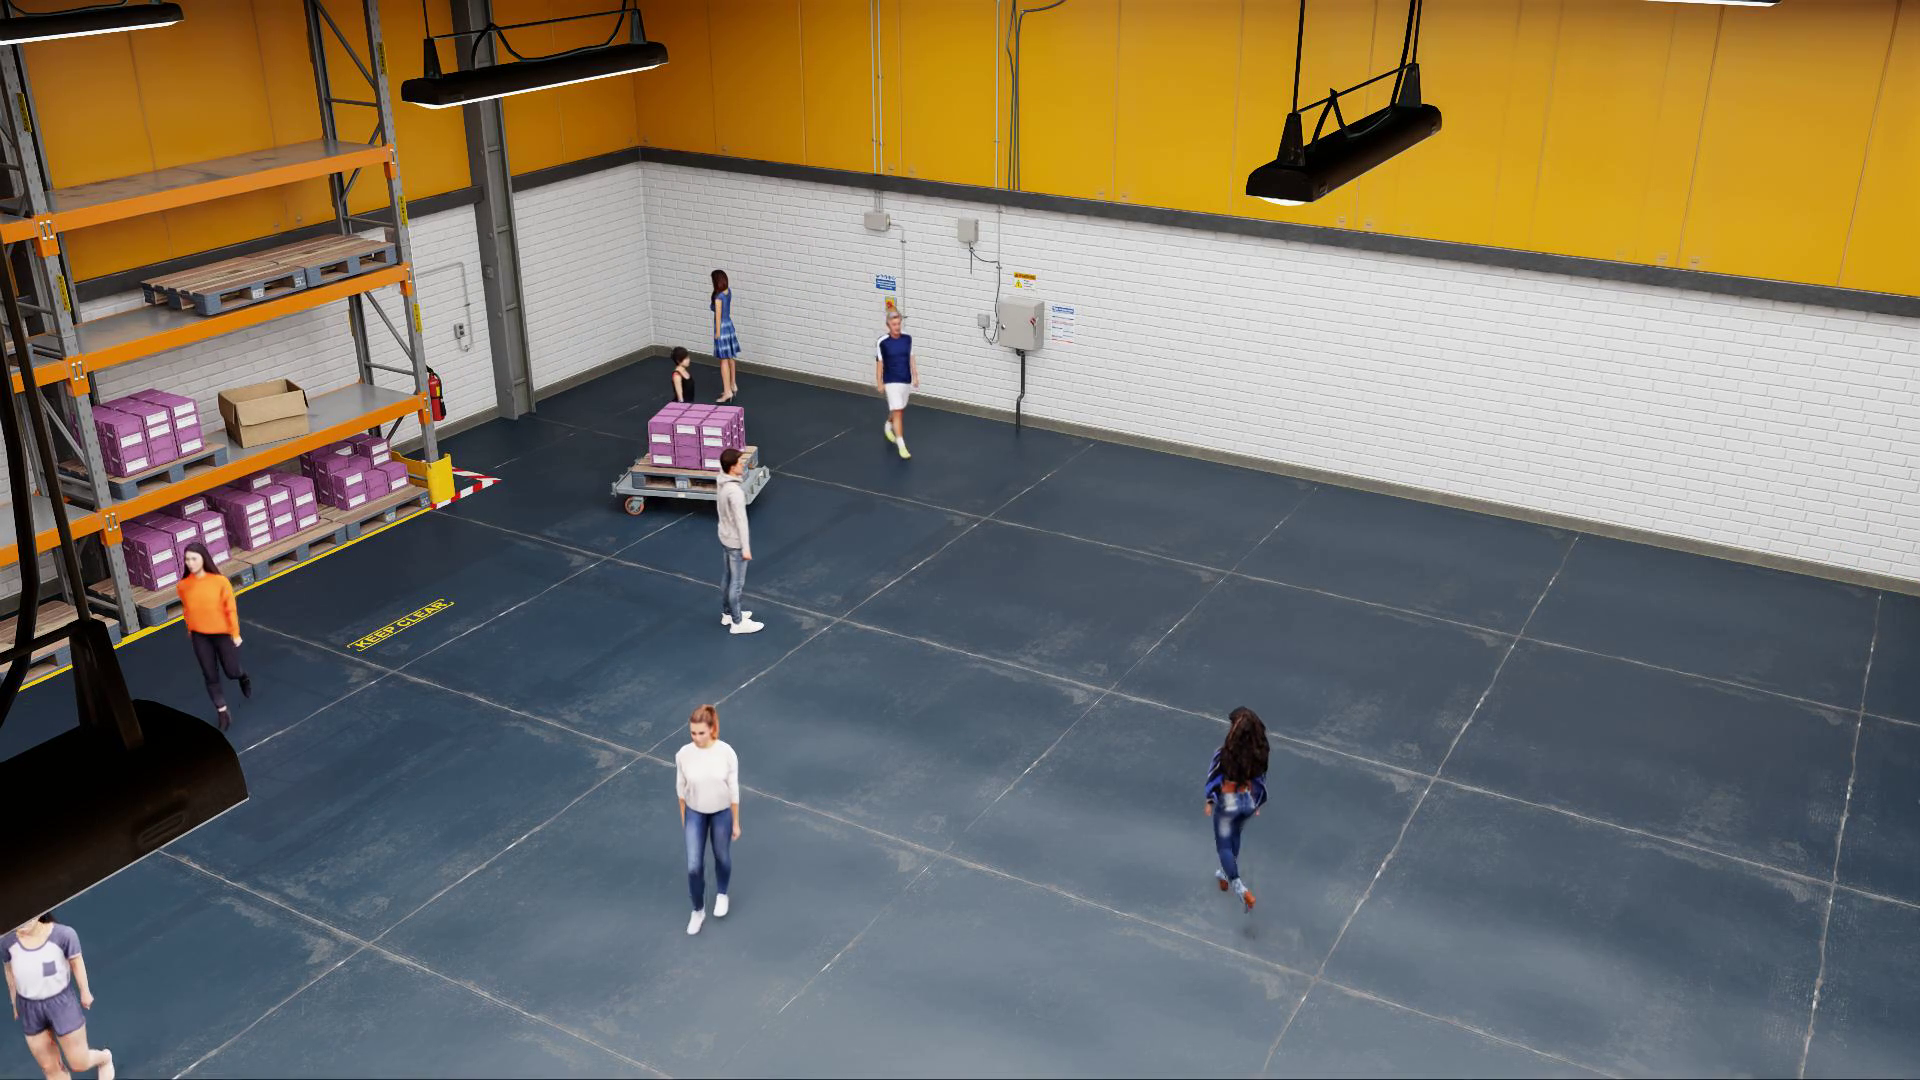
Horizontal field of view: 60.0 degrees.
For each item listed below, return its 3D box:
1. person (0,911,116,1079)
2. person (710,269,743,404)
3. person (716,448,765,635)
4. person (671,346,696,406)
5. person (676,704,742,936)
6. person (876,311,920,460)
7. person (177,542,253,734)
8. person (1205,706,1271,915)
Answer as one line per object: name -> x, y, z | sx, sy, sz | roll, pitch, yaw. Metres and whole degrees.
person -> -5.432, 2.768, 9.989 | 0.793, 1.638, 0.869 | -2, 24, -4
person -> -3.193, -2.760, 22.428 | 0.807, 1.805, 0.657 | 3, 24, 7
person -> -2.201, -0.011, 16.079 | 0.783, 1.852, 0.759 | -10, 26, -22
person -> -3.410, -1.591, 20.086 | 0.792, 1.539, 0.800 | 0, 24, 0
person -> -1.761, 1.917, 11.851 | 0.795, 1.706, 0.875 | -1, 24, -2
person -> -0.816, -1.975, 20.643 | 1.187, 1.796, 1.050 | -14, 27, -30
person -> -6.412, 0.802, 14.365 | 0.863, 1.737, 0.960 | -1, 24, -3
person -> 1.994, 1.947, 11.914 | 0.980, 1.601, 1.051 | -5, 24, -12
